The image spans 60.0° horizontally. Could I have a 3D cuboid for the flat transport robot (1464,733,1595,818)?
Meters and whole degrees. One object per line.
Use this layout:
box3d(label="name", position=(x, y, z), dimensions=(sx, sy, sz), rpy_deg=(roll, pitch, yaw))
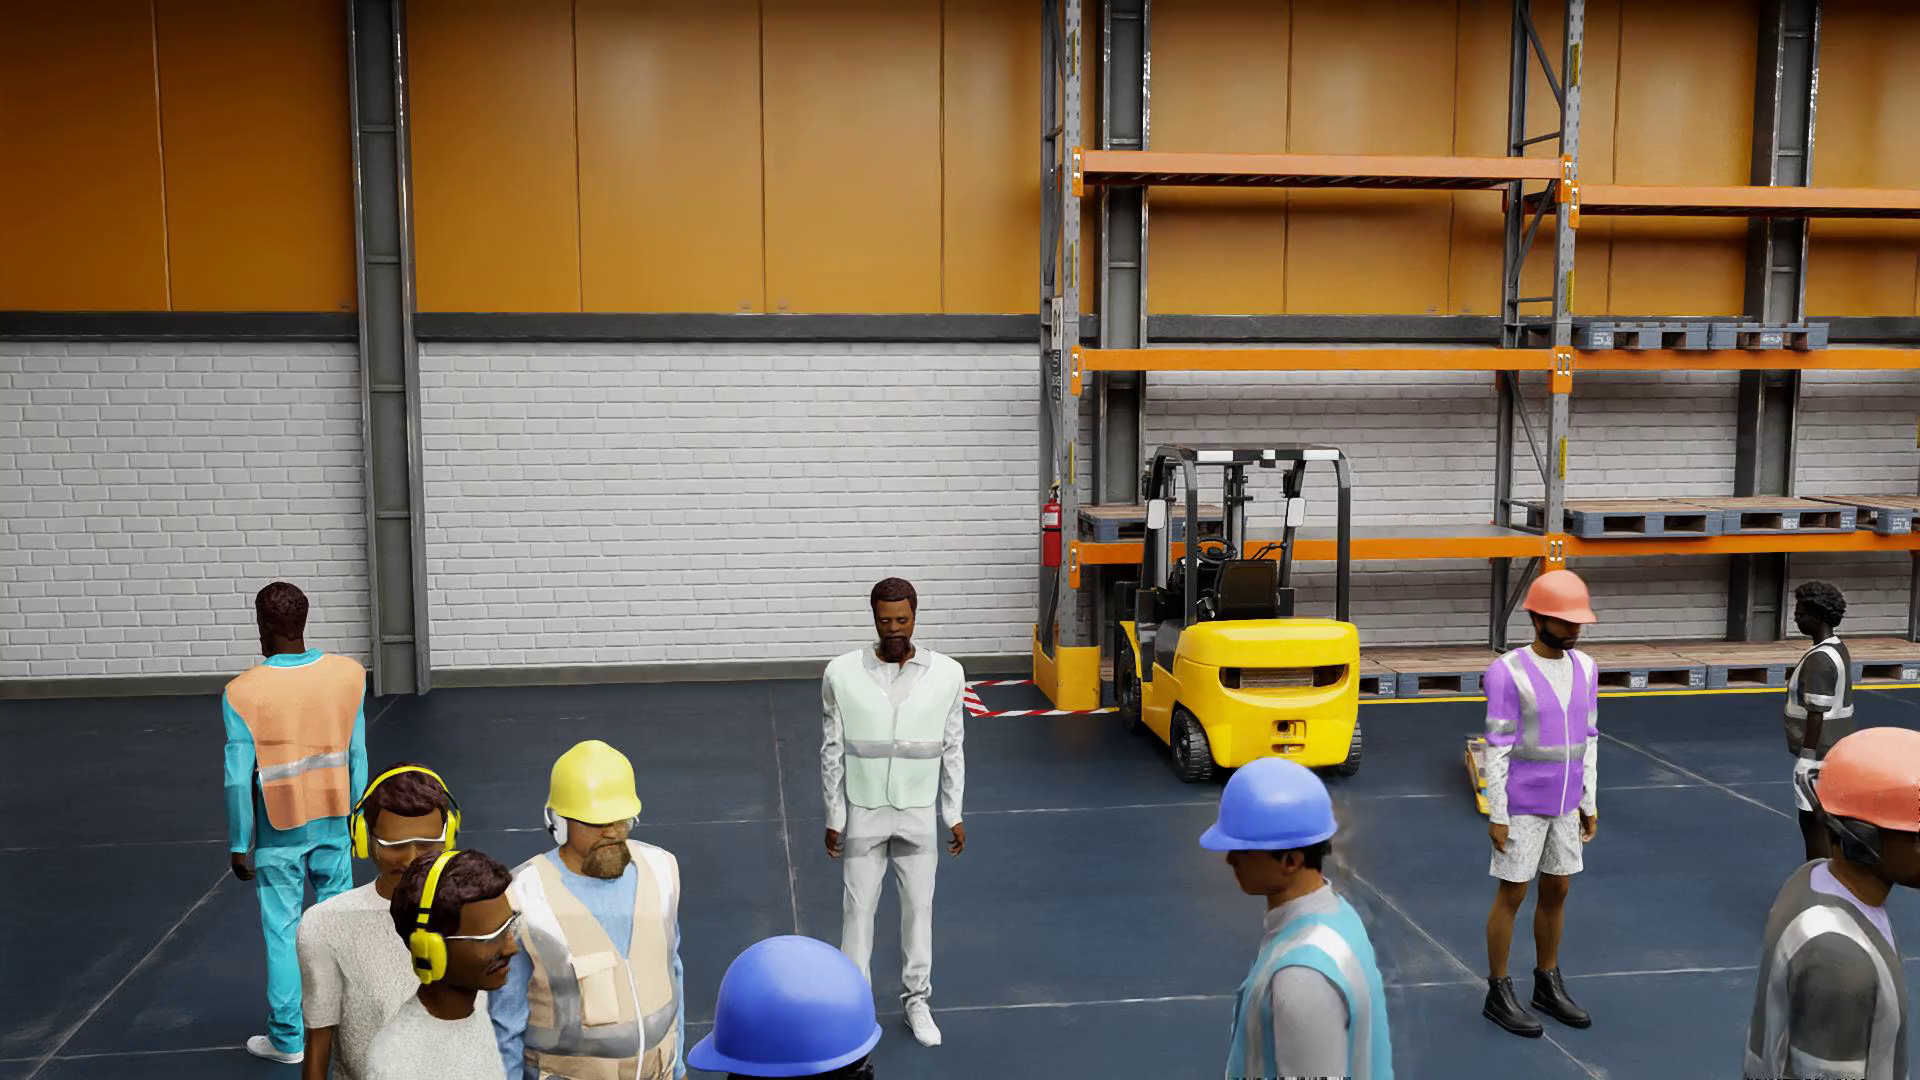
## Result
box3d(label="flat transport robot", position=(3.585, 1.480, 10.540), dimensions=(0.652, 0.197, 1.431), rpy_deg=(1, 7, 13))

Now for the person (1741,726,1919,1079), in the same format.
box3d(label="person", position=(1.928, 1.399, 3.650), dimensions=(0.445, 2.033, 0.612), rpy_deg=(3, 7, 27))

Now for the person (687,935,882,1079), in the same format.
box3d(label="person", position=(-0.205, 1.562, 2.604), dimensions=(0.415, 1.939, 0.604), rpy_deg=(2, 7, 19))

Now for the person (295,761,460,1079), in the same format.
box3d(label="person", position=(-1.309, 1.442, 3.964), dimensions=(0.327, 1.865, 0.517), rpy_deg=(6, 9, 43))

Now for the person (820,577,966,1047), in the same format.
box3d(label="person", position=(-0.270, 1.098, 6.754), dimensions=(0.589, 1.917, 0.398), rpy_deg=(-1, 7, -8))

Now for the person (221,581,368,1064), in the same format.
box3d(label="person", position=(-2.623, 1.118, 6.616), dimensions=(0.397, 1.911, 0.587), rpy_deg=(6, 9, 40))

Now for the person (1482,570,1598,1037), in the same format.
box3d(label="person", position=(2.421, 1.078, 6.871), dimensions=(0.545, 1.929, 0.387), rpy_deg=(-3, 7, -22))

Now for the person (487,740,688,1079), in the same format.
box3d(label="person", position=(-0.943, 1.416, 4.329), dimensions=(0.404, 1.830, 0.599), rpy_deg=(6, 9, 44))

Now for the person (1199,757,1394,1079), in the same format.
box3d(label="person", position=(0.745, 1.435, 3.739), dimensions=(0.440, 1.926, 0.640), rpy_deg=(2, 7, 14))

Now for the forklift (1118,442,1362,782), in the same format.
box3d(label="forklift", position=(1.912, 0.418, 11.496), dimensions=(1.214, 2.155, 2.313), rpy_deg=(-1, 7, -8))

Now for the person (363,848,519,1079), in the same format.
box3d(label="person", position=(-0.994, 1.516, 3.286), dimensions=(0.319, 1.870, 0.521), rpy_deg=(0, 7, -1))

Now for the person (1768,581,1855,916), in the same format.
box3d(label="person", position=(4.231, 1.046, 8.205), dimensions=(0.321, 1.686, 0.539), rpy_deg=(4, 8, 33))
